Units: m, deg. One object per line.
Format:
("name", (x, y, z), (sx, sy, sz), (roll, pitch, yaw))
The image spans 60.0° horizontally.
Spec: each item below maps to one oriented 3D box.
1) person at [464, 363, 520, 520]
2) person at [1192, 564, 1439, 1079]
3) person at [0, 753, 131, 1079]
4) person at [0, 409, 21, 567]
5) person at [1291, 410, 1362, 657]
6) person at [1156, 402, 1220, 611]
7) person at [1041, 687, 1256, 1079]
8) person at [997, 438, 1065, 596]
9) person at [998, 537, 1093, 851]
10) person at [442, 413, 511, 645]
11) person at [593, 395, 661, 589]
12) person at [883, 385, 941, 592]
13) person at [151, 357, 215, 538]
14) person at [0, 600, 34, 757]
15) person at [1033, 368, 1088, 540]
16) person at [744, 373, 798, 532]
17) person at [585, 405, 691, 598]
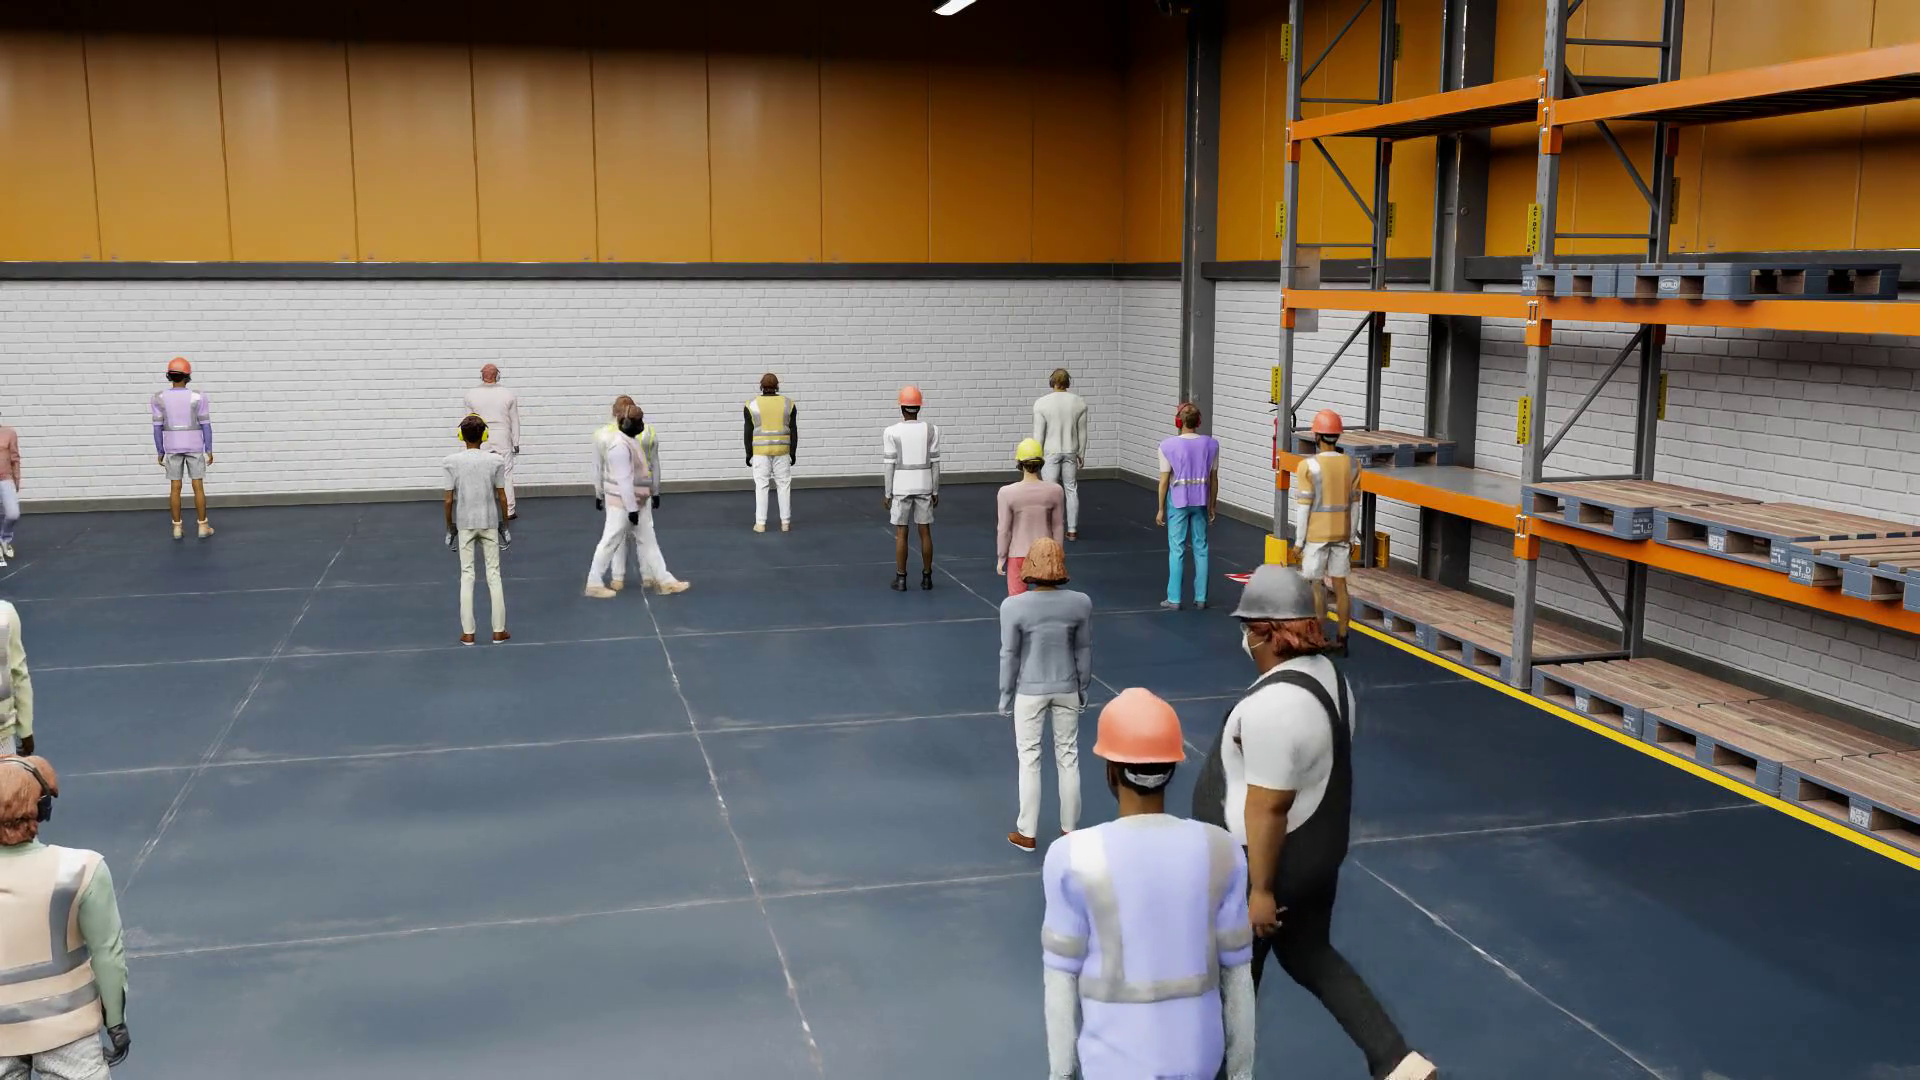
("person", (-5.637, -1.177, 20.085), (0.641, 1.908, 0.407), (-2, 9, -14))
("person", (1.188, 1.055, 5.736), (0.882, 2.000, 0.695), (6, 11, 32))
("person", (-2.639, 1.415, 4.737), (0.515, 1.641, 0.309), (-2, 9, -14))
("person", (-9.858, -0.599, 16.960), (0.530, 1.754, 0.431), (-9, 13, -44))
("person", (2.834, -0.038, 12.928), (0.561, 1.929, 0.422), (-3, 10, -19))
("person", (2.016, -0.289, 14.718), (0.565, 1.849, 0.389), (-2, 9, -14))
("person", (0.492, 1.350, 4.358), (0.545, 1.894, 0.642), (-3, 10, -17))
("person", (0.522, 0.125, 12.389), (0.526, 1.772, 0.308), (-2, 9, -14))
("person", (0.440, 0.797, 8.612), (0.500, 1.633, 0.279), (-2, 9, -14))
("person", (-3.886, -0.087, 13.395), (0.515, 1.872, 0.328), (-2, 9, -14))
("person", (-3.147, -0.448, 15.773), (0.636, 1.839, 0.431), (-2, 9, -14))
("person", (-0.458, -0.482, 15.637), (0.545, 1.942, 0.353), (-2, 9, -14))
("person", (-8.755, -1.035, 18.773), (0.608, 2.044, 0.378), (-2, 9, -14))
("person", (-4.589, 0.865, 7.624), (0.611, 1.815, 0.605), (8, 12, 42))
("person", (1.110, -0.947, 18.550), (0.630, 1.940, 0.372), (-2, 9, -14))
("person", (-2.190, -1.009, 19.239), (0.625, 1.844, 0.429), (-2, 9, -14))
("person", (-3.025, -0.348, 15.280), (0.976, 1.788, 0.652), (0, 9, 0))
